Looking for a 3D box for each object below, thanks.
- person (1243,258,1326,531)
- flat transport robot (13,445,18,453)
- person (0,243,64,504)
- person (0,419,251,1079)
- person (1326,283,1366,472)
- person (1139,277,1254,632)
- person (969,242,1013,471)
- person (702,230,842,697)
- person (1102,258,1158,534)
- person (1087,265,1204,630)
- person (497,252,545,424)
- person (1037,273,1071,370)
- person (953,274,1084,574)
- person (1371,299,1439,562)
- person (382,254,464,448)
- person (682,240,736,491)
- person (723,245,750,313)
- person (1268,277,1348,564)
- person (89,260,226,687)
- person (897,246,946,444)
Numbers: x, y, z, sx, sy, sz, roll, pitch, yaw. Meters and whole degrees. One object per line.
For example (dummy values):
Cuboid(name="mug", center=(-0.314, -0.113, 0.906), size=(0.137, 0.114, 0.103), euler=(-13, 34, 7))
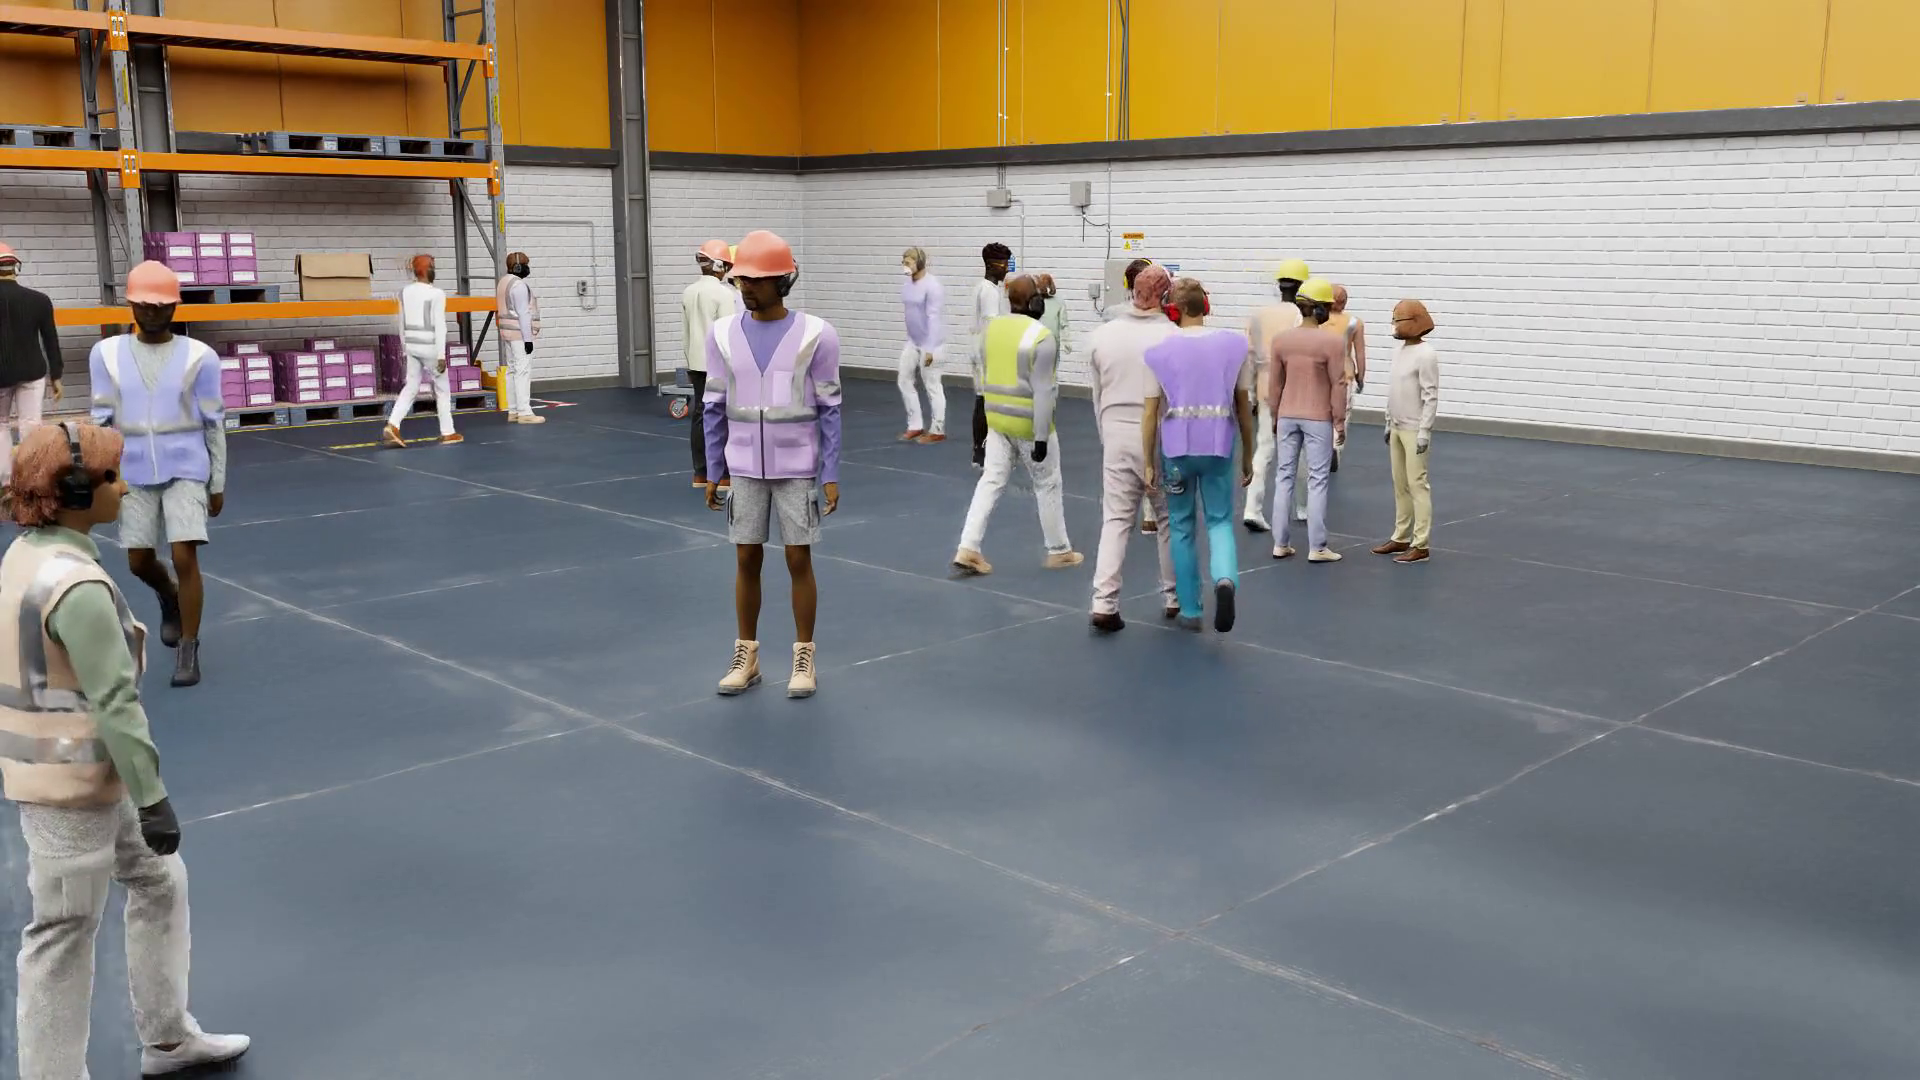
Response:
Cuboid(name="person", center=(2.233, -1.002, 11.500), size=(0.586, 1.874, 1.020), euler=(7, 12, 33))
Cuboid(name="flat transport robot", center=(-7.617, -0.761, 14.521), size=(1.431, 0.197, 0.652), euler=(-2, 11, -12))
Cuboid(name="person", center=(-7.030, -1.212, 12.361), size=(0.669, 1.956, 0.591), euler=(-7, 12, -33))
Cuboid(name="person", center=(-1.868, 0.537, 3.745), size=(0.637, 1.614, 0.548), euler=(-8, 13, -36))
Cuboid(name="person", center=(3.188, -1.381, 14.233), size=(0.526, 1.622, 0.685), euler=(4, 11, 19))
Cuboid(name="person", center=(1.204, -0.398, 8.323), size=(0.625, 1.808, 0.673), euler=(0, 10, -2))
Cuboid(name="person", center=(0.265, -1.574, 14.349), size=(0.374, 1.960, 0.600), euler=(-2, 11, -10))
Cuboid(name="person", center=(-0.827, -0.314, 7.257), size=(0.614, 2.039, 0.387), euler=(2, 11, 9))
Cuboid(name="person", center=(1.206, -0.973, 11.319), size=(0.532, 1.868, 0.310), euler=(5, 11, 24))
Cuboid(name="person", center=(0.963, -0.470, 8.565), size=(0.645, 1.877, 0.865), euler=(6, 12, 30))
Cuboid(name="person", center=(-4.749, -2.181, 17.979), size=(0.429, 1.842, 0.636), euler=(-7, 12, -33))
Cuboid(name="person", center=(0.960, -2.226, 18.873), size=(0.505, 1.604, 0.783), euler=(-3, 11, -15))
Cuboid(name="person", center=(0.328, -0.685, 9.960), size=(0.941, 1.802, 0.641), euler=(-10, 14, -42))
Cuboid(name="person", center=(2.784, -0.677, 10.349), size=(0.277, 1.631, 0.506), euler=(-2, 11, -11))
Cuboid(name="person", center=(-5.179, -1.804, 15.910), size=(0.597, 1.858, 0.901), euler=(5, 11, 24))
Cuboid(name="person", center=(-1.953, -1.388, 13.266), size=(0.609, 1.986, 0.392), euler=(9, 14, 41))
Cuboid(name="person", center=(-2.006, -1.711, 15.182), size=(0.585, 1.929, 0.370), euler=(6, 12, 32))
Cuboid(name="person", center=(2.166, -0.741, 10.341), size=(0.530, 1.765, 0.326), euler=(9, 14, 41))
Cuboid(name="person", center=(-3.644, -0.320, 7.636), size=(0.559, 1.916, 0.703), euler=(-3, 11, -14))
Cuboid(name="person", center=(-0.395, -1.860, 16.037), size=(0.601, 1.912, 0.662), euler=(-8, 13, -36))
